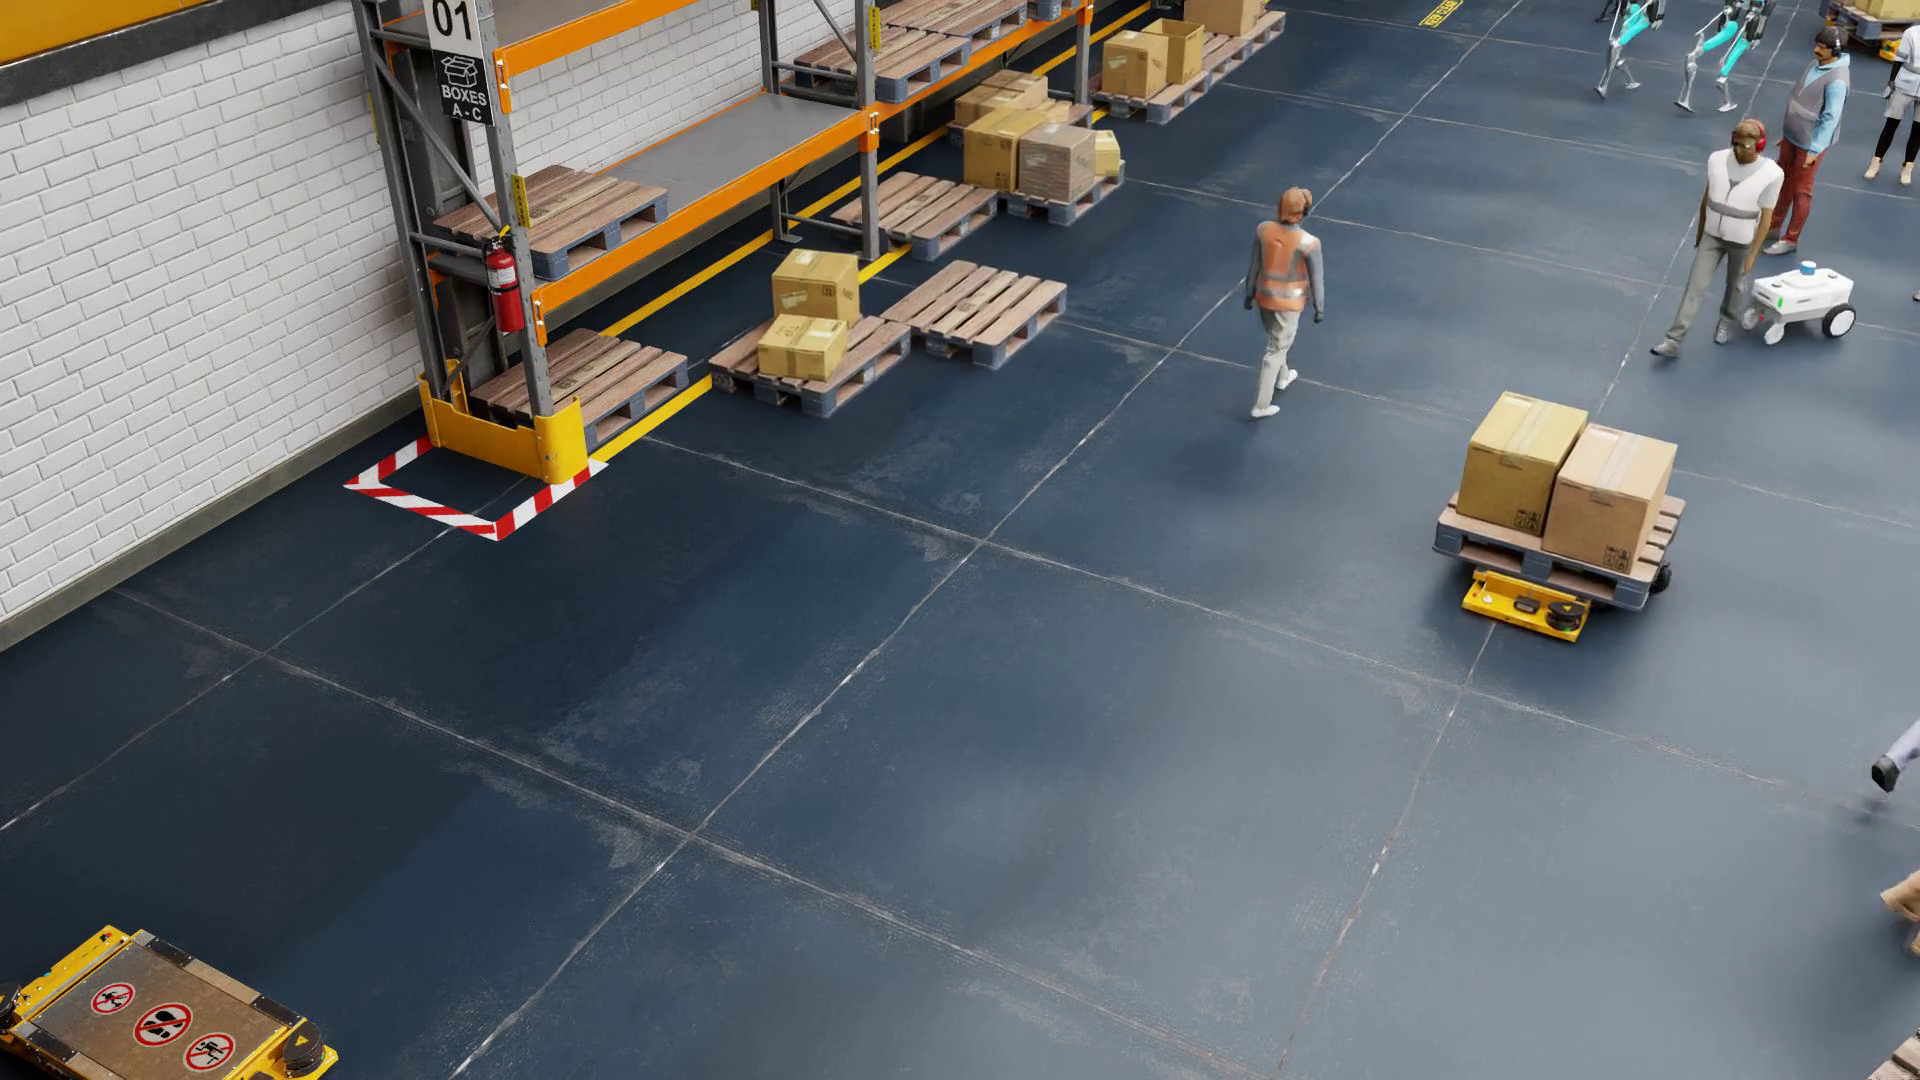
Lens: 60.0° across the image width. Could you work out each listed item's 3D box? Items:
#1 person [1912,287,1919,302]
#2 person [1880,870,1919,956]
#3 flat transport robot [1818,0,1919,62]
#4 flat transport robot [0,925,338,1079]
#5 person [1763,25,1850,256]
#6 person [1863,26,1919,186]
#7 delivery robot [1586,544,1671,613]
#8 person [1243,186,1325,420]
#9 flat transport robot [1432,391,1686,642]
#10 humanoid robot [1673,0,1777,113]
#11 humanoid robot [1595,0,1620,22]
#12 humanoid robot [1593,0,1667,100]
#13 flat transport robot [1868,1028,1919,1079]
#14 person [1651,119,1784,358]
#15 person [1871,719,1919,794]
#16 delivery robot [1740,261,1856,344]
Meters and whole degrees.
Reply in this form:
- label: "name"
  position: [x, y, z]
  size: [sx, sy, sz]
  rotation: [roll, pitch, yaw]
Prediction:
- label: "person"
  position: [7.861, -2.691, 12.788]
  size: [0.568, 1.844, 0.380]
  rotation: [17, 37, 24]
- label: "person"
  position: [4.439, 1.149, 7.077]
  size: [0.377, 1.730, 0.491]
  rotation: [7, 34, 10]
- label: "flat transport robot"
  position: [10.467, -5.691, 18.758]
  size: [0.659, 0.231, 1.431]
  rotation: [-3, 34, -4]
- label: "flat transport robot"
  position: [-3.387, 2.085, 6.994]
  size: [1.431, 0.231, 0.659]
  rotation: [17, 37, 24]
- label: "person"
  position: [6.944, -3.276, 13.645]
  size: [0.410, 1.878, 0.529]
  rotation: [-3, 34, -4]
- label: "person"
  position: [8.617, -4.046, 14.973]
  size: [0.539, 1.695, 0.315]
  rotation: [17, 37, 24]
- label: "delivery robot"
  position: [3.789, 0.026, 9.844]
  size: [0.499, 0.590, 0.793]
  rotation: [-17, 37, -24]
- label: "person"
  position: [2.274, -1.653, 11.431]
  size: [0.550, 1.598, 0.791]
  rotation: [29, 43, 36]
- label: "flat transport robot"
  position: [3.566, 0.096, 10.003]
  size: [0.659, 0.231, 1.431]
  rotation: [19, 38, 26]
- label: "humanoid robot"
  position: [7.543, -5.029, 16.461]
  size: [1.017, 1.756, 0.540]
  rotation: [-16, 37, -23]
- label: "humanoid robot"
  position: [7.765, -6.888, 19.302]
  size: [0.657, 1.638, 0.591]
  rotation: [-16, 37, -23]
- label: "humanoid robot"
  position: [6.814, -5.385, 17.015]
  size: [1.026, 1.781, 0.538]
  rotation: [-20, 38, -27]
- label: "flat transport robot"
  position: [4.054, 2.530, 6.320]
  size: [1.431, 0.231, 0.659]
  rotation: [-22, 39, -30]
- label: "person"
  position: [5.553, -2.177, 12.060]
  size: [0.969, 1.782, 0.577]
  rotation: [-28, 42, -35]
- label: "person"
  position: [4.876, 0.578, 7.859]
  size: [0.619, 1.825, 0.574]
  rotation: [-10, 35, -15]
- label: "delivery robot"
  position: [6.380, -1.829, 12.648]
  size: [0.772, 0.586, 0.499]
  rotation: [-10, 35, -15]
